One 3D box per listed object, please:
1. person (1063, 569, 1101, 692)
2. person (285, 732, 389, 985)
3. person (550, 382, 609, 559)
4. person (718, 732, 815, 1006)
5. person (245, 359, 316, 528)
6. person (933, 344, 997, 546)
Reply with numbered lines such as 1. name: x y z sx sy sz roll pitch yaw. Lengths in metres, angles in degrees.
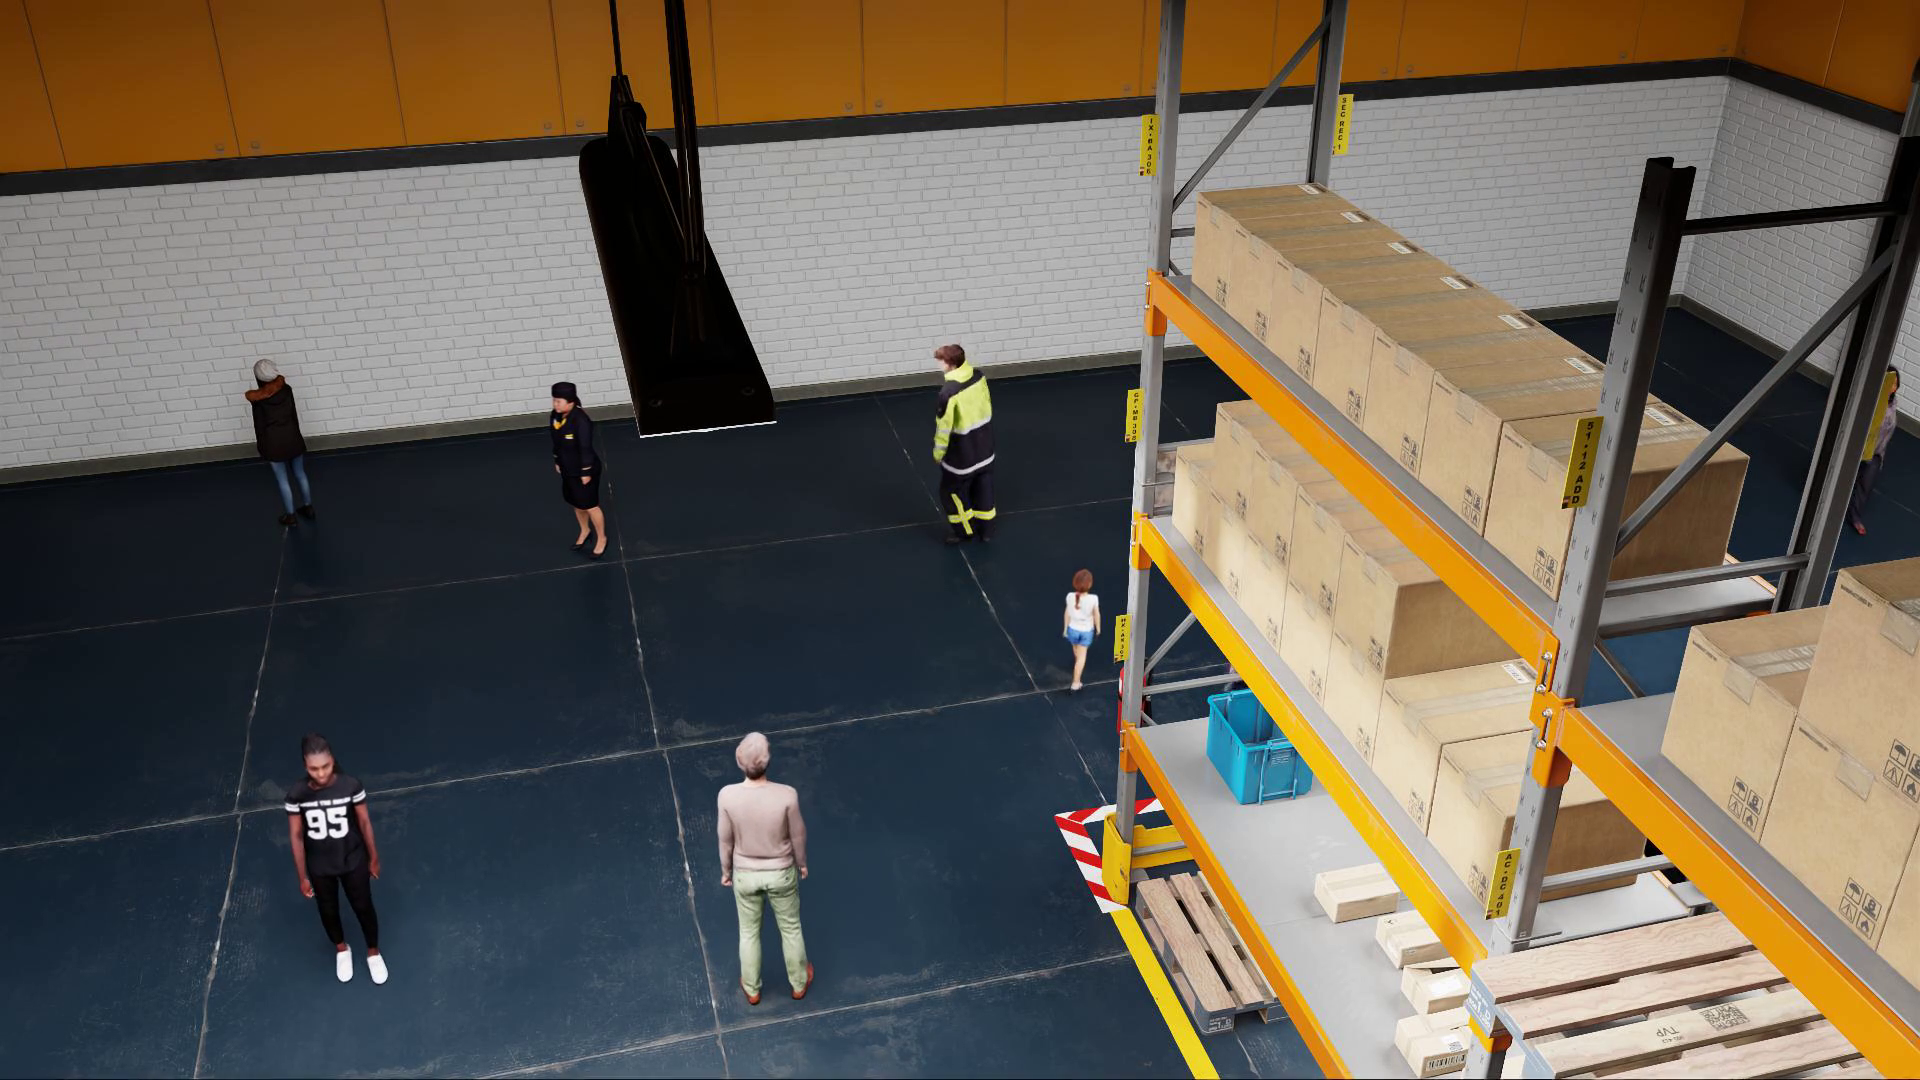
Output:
1. person: 0.937 0.714 13.065 0.643 0.999 0.787 8 30 15
2. person: -3.798 1.929 10.078 0.624 1.726 0.611 -9 30 -16
3. person: -3.394 -0.635 14.839 0.768 1.668 0.863 23 36 35
4. person: -1.159 1.970 9.853 0.722 1.870 0.658 -2 29 -4
5. person: -6.269 -0.913 15.385 0.776 1.634 0.732 21 35 33
6. person: 0.078 -0.857 14.955 0.943 1.947 0.944 -18 33 -30
